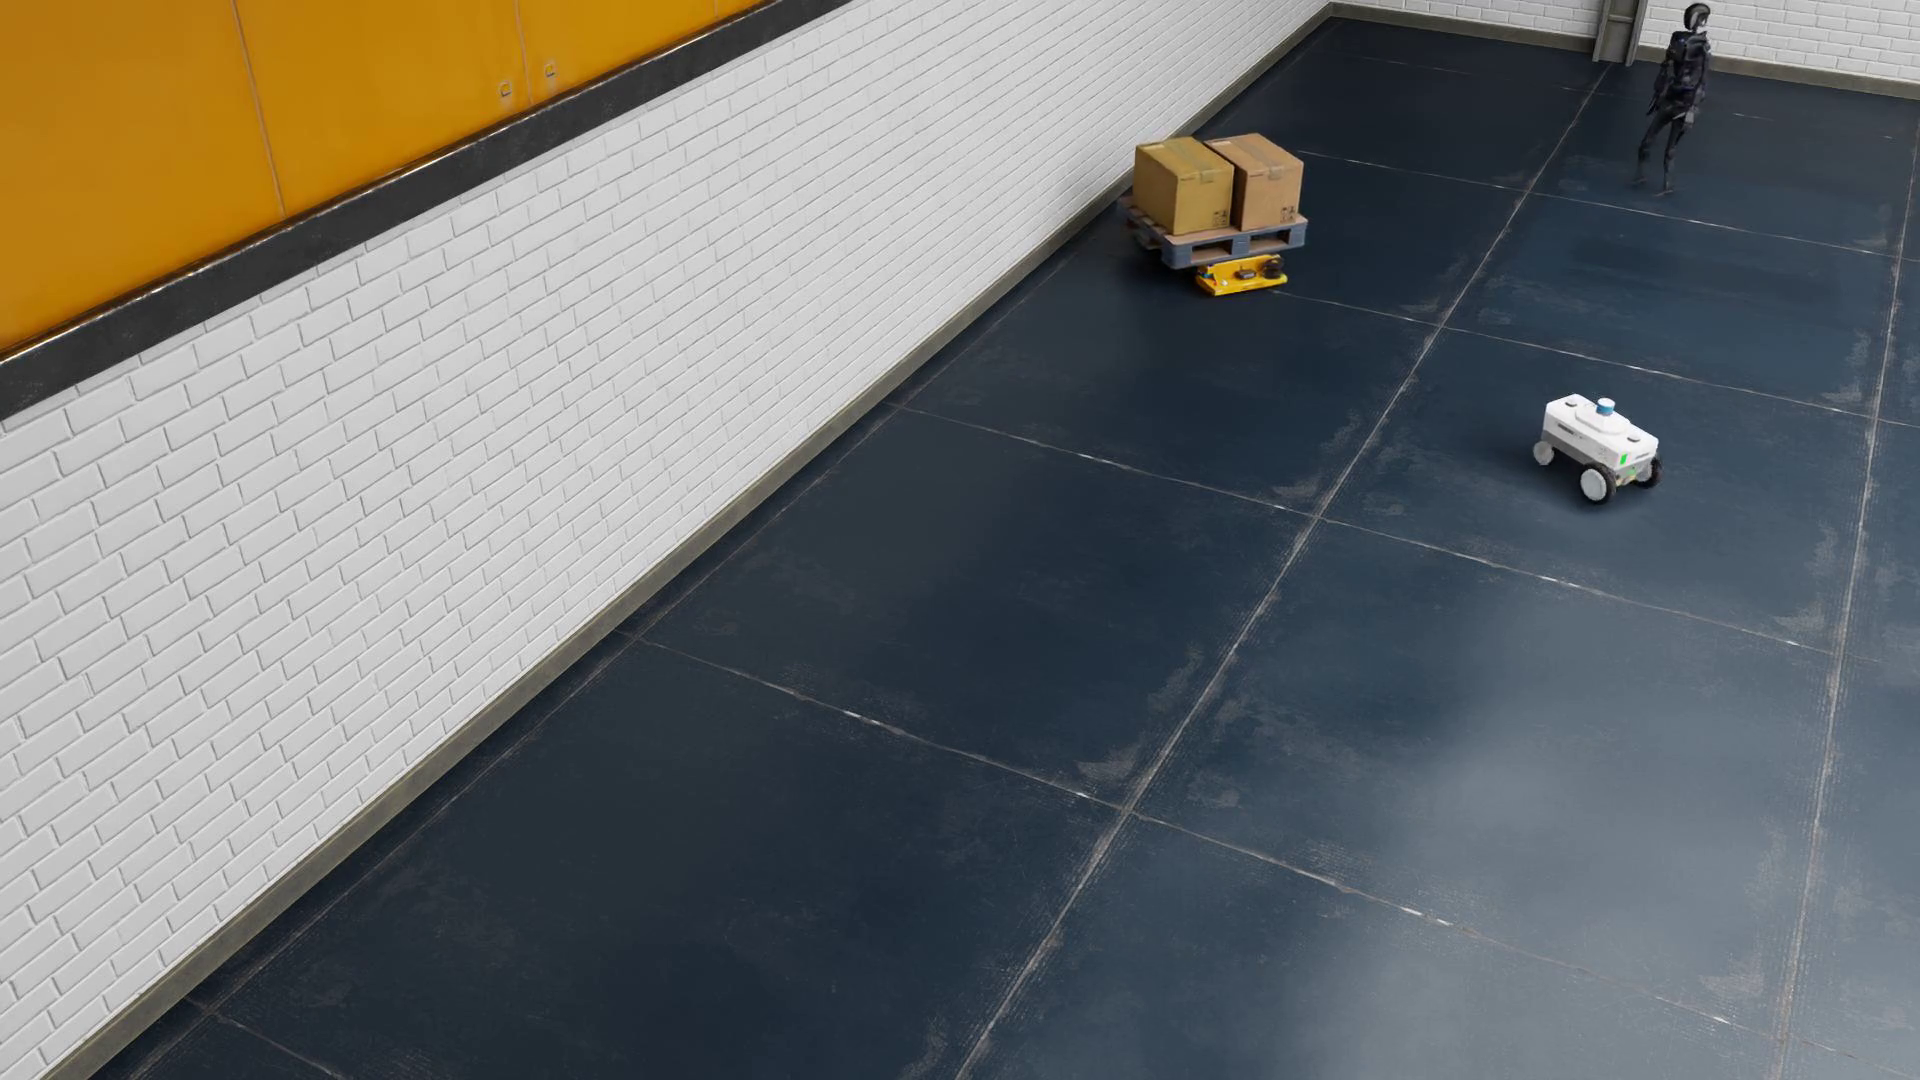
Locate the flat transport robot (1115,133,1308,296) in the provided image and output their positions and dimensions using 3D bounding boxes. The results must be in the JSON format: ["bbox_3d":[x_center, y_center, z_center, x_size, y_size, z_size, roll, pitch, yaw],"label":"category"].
[{"bbox_3d":[2.007,-2.386,13.528,0.659,0.231,1.431,-13,36,-19],"label":"flat transport robot"}]

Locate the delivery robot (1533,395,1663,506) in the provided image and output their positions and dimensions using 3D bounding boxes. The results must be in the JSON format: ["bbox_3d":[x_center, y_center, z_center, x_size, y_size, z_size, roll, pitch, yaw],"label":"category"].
[{"bbox_3d":[4.087,-0.609,10.630,0.499,0.597,0.779,-17,38,-24],"label":"delivery robot"}]

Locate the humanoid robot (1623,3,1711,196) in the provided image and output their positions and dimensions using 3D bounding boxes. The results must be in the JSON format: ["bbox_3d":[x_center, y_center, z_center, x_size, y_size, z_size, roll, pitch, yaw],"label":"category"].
[{"bbox_3d":[6.152,-3.771,14.327,0.405,1.653,0.587,-10,35,-15],"label":"humanoid robot"}]
